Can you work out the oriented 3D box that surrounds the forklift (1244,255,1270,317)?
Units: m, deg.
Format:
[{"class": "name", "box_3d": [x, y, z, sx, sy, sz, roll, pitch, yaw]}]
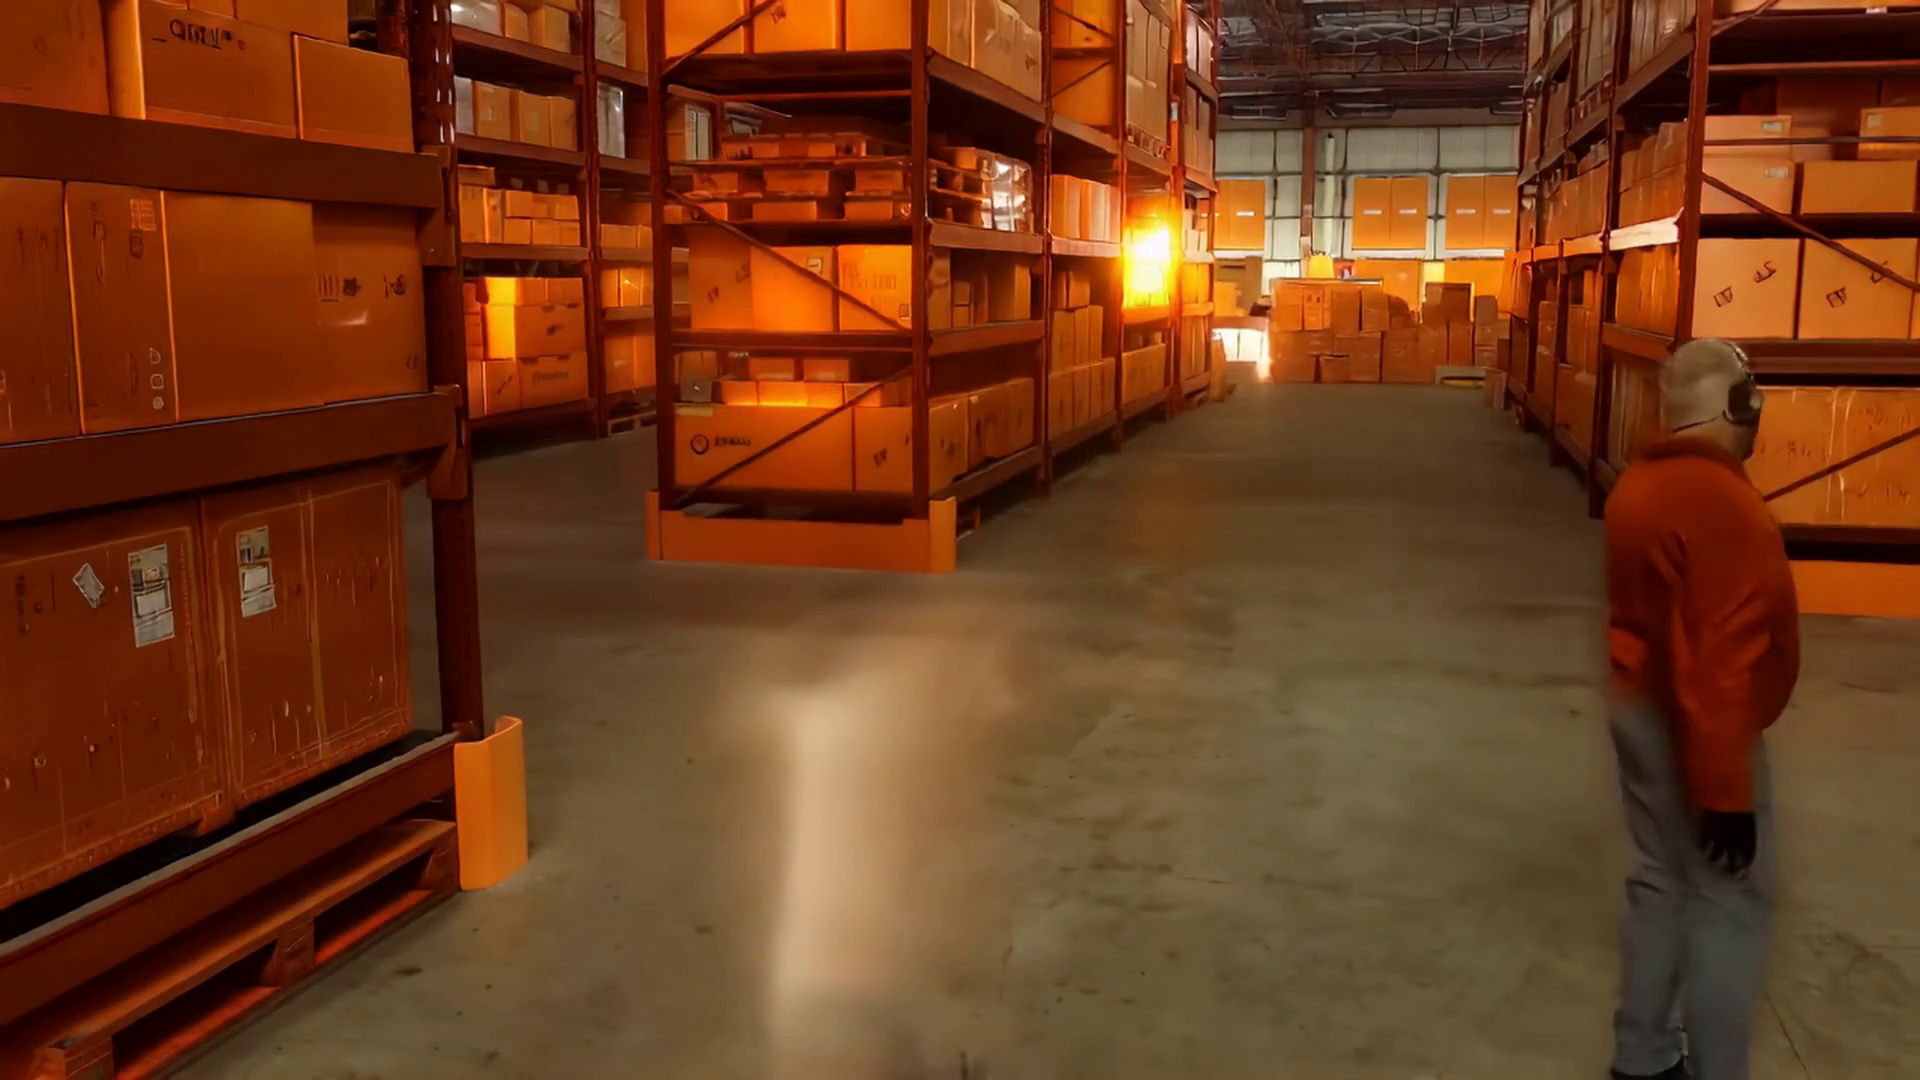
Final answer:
[{"class": "forklift", "box_3d": [10.125, -8.475, 57.614, 1.873, 2.768, 1.129, 4, 10, 21]}]

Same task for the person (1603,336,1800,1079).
[{"class": "person", "box_3d": [1.755, 0.474, 3.905, 0.447, 1.897, 0.658, 1, 9, 4]}]

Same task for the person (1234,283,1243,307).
[{"class": "person", "box_3d": [9.347, -7.832, 56.770, 0.639, 1.872, 1.099, -2, 9, -13]}]

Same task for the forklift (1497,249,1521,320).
[{"class": "forklift", "box_3d": [15.282, -6.531, 45.267, 1.129, 2.768, 1.873, 5, 10, 29]}]

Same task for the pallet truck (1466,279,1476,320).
[{"class": "pallet truck", "box_3d": [18.896, -8.459, 60.307, 1.885, 1.965, 0.823, 5, 10, 31]}]
